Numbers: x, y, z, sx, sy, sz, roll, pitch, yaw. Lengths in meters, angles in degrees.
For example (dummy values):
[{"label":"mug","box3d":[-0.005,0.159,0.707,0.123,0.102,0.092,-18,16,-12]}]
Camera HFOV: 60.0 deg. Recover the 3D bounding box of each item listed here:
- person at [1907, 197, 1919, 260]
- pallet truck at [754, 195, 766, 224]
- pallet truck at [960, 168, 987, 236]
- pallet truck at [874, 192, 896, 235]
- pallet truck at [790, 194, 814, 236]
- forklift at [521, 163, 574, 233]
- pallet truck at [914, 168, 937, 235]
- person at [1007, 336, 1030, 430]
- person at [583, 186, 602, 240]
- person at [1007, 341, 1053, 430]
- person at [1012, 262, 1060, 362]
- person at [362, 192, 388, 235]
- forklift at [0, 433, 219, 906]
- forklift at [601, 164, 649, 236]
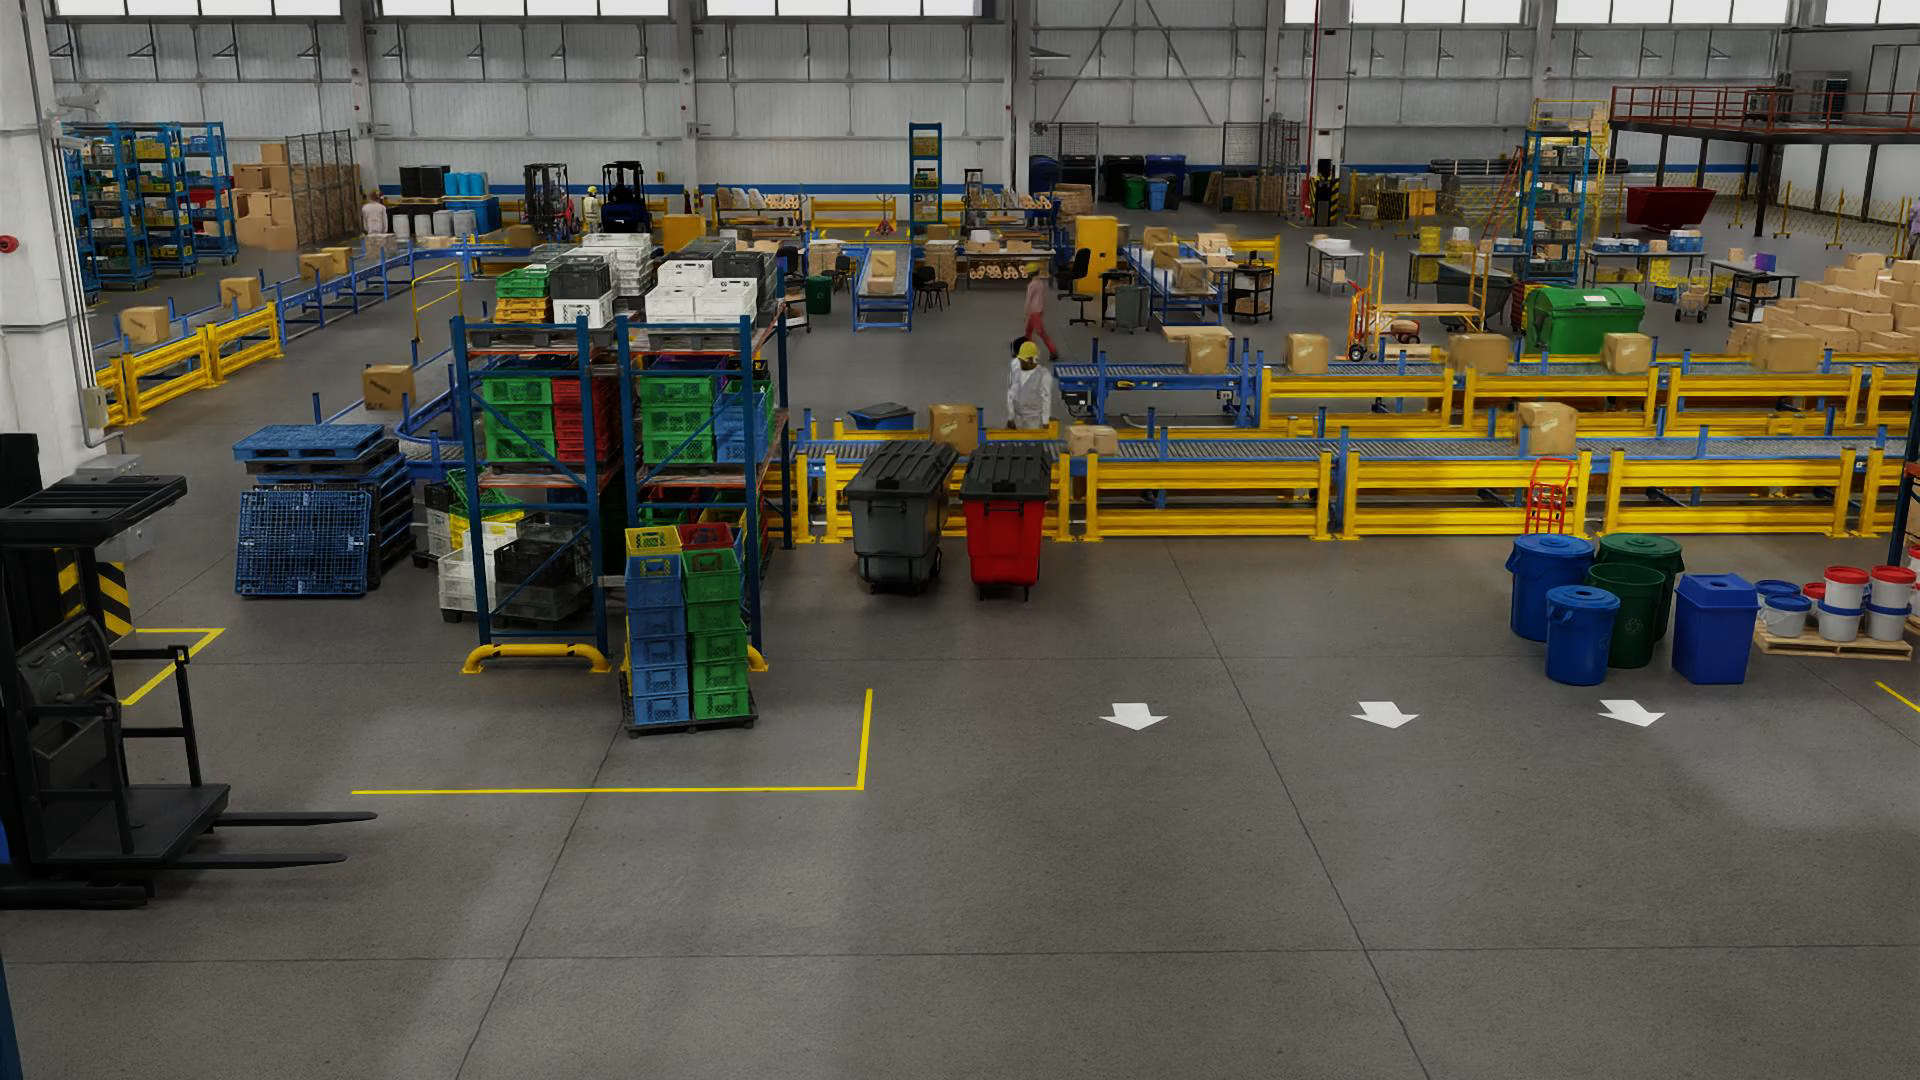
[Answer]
[{"label":"person","box3d":[23.825,-7.672,41.251,0.612,2.034,0.394,9,18,29]},{"label":"pallet truck","box3d":[-6.051,-9.967,50.660,0.680,1.201,1.601,0,16,-1]},{"label":"pallet truck","box3d":[0.383,-10.230,50.206,0.823,1.965,1.885,-1,16,-3]},{"label":"pallet truck","box3d":[-2.277,-9.986,50.594,0.653,1.274,1.630,0,16,-1]},{"label":"pallet truck","box3d":[-4.814,-9.883,50.259,0.704,1.261,1.522,-1,16,-3]},{"label":"forklift","box3d":[-12.233,-10.122,49.298,1.157,1.987,2.680,0,16,-1]},{"label":"pallet truck","box3d":[-0.989,-10.316,50.507,0.823,1.965,1.885,1,16,3]},{"label":"person","box3d":[0.705,-1.798,21.460,0.704,1.678,0.538,1,16,3]},{"label":"person","box3d":[-9.912,-8.651,45.013,0.589,1.832,0.404,11,19,34]},{"label":"person","box3d":[0.829,-1.509,20.208,0.607,1.832,0.411,15,22,42]},{"label":"person","box3d":[1.347,-3.972,28.950,0.929,1.720,0.531,8,18,25]},{"label":"person","box3d":[-14.938,-7.944,42.494,0.651,1.876,0.902,1,16,3]},{"label":"forklift","box3d":[-5.952,0.780,10.366,1.873,2.768,1.129,0,16,-1]},{"label":"forklift","box3d":[-9.948,-10.127,49.296,1.157,1.987,2.680,-1,16,-3]}]
